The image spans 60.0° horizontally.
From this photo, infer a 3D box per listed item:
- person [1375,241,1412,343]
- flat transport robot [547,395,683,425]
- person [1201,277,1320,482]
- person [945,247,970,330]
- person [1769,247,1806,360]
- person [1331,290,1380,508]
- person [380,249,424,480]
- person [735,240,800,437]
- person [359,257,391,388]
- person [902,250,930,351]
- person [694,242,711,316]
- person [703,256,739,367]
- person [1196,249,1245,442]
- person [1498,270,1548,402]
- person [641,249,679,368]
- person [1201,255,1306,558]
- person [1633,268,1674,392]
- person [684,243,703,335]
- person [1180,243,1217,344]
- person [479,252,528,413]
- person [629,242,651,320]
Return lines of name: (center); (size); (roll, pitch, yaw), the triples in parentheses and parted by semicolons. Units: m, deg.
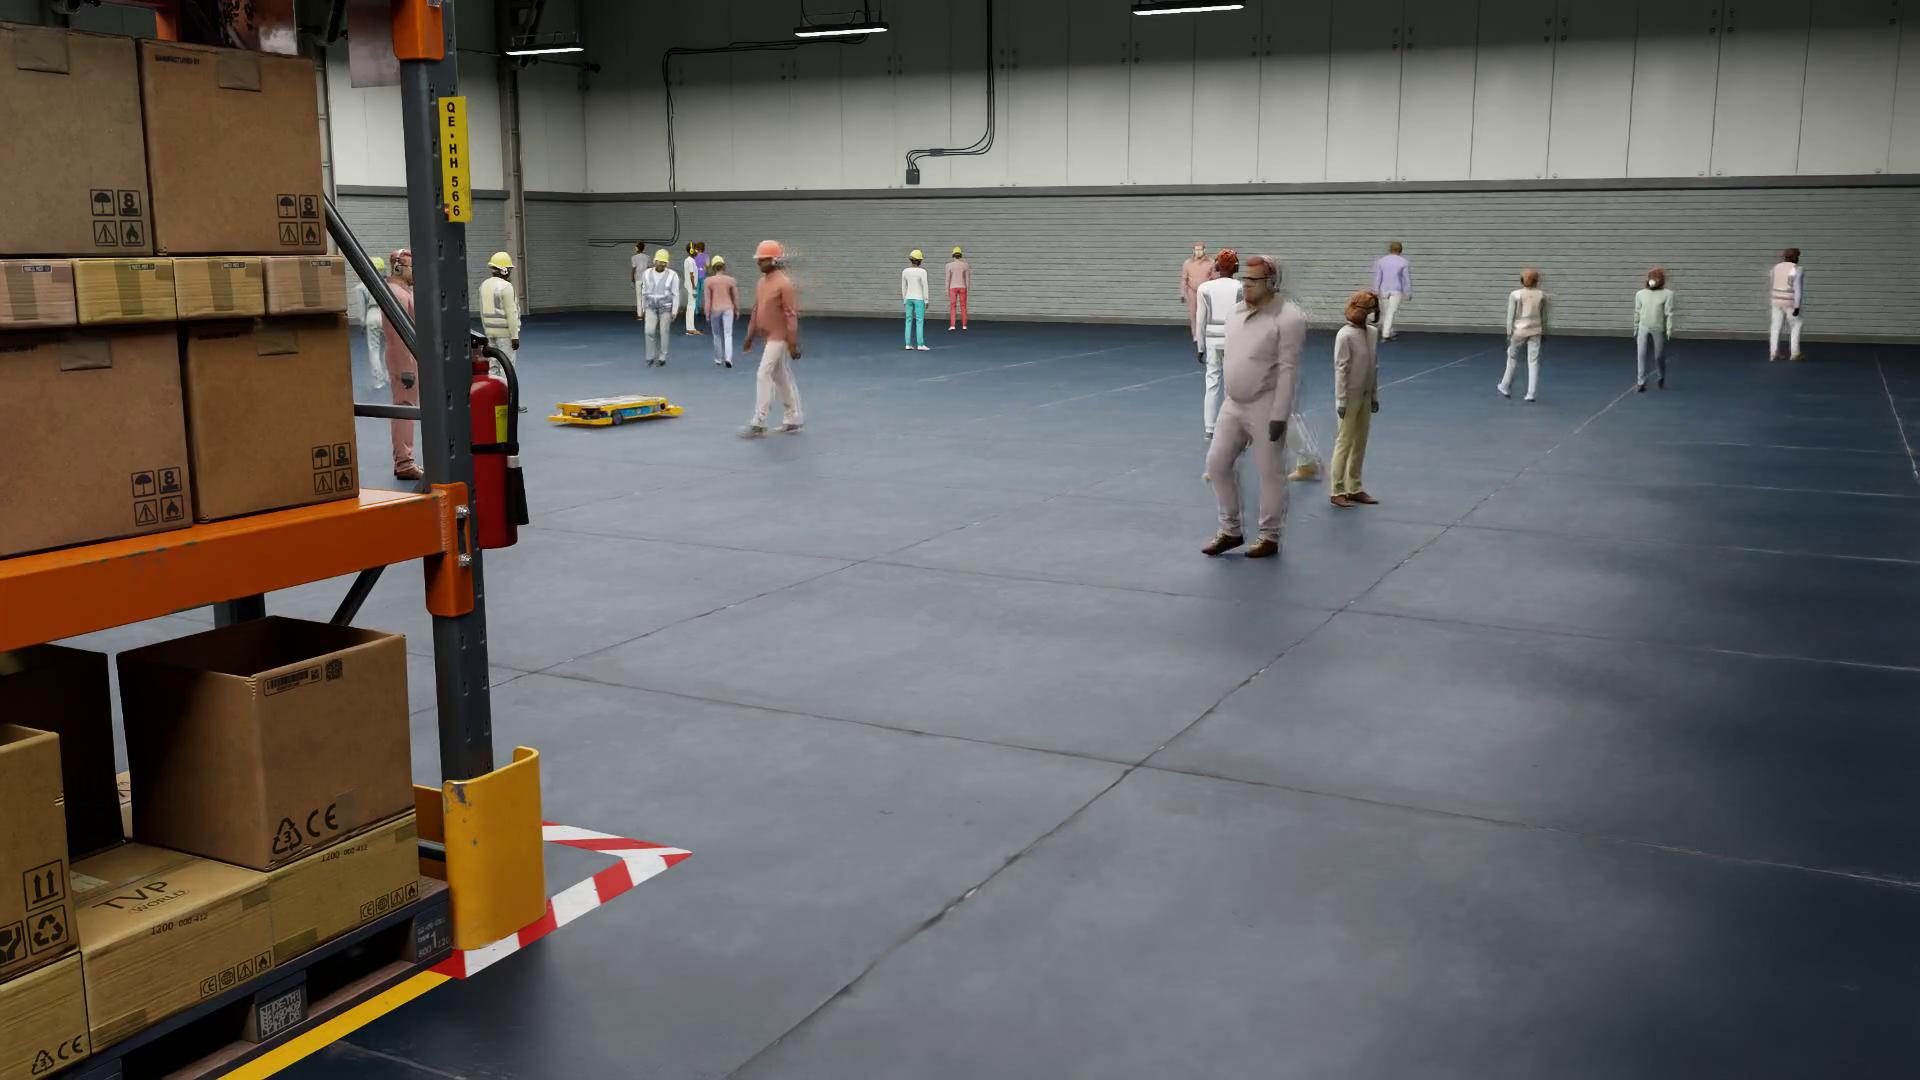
person: (8.296, -4.711, 31.629); (0.661, 1.889, 0.988); (9, 14, 41)
flat transport robot: (-3.750, -1.428, 18.163); (0.652, 0.197, 1.431); (6, 12, 32)
person: (2.527, -1.362, 13.659); (0.977, 1.800, 0.638); (-3, 11, -15)
person: (-0.056, -5.353, 35.486); (0.524, 1.769, 0.314); (-2, 11, -9)
person: (13.457, -3.813, 26.941); (0.603, 1.828, 0.640); (-5, 11, -25)
person: (2.958, -1.050, 12.420); (0.506, 1.623, 0.289); (-10, 15, -44)
person: (-4.596, -1.457, 13.864); (0.403, 1.903, 0.652); (-4, 11, -20)
person: (-1.993, -2.018, 16.770); (0.893, 1.959, 0.623); (-6, 12, -28)
person: (-7.729, -2.907, 22.232); (0.513, 1.719, 0.622); (0, 10, 1)
person: (-0.773, -4.219, 29.301); (0.533, 1.768, 0.310); (6, 12, 31)
person: (-6.548, -6.588, 41.996); (0.563, 1.847, 0.389); (4, 11, 19)
person: (-3.683, -3.536, 25.730); (0.542, 1.714, 0.938); (-3, 11, -14)
person: (2.595, -1.888, 16.273); (0.574, 1.882, 0.356); (3, 11, 17)
person: (6.954, -2.523, 20.498); (0.547, 1.590, 0.845); (0, 10, -2)
person: (-4.605, -3.524, 25.407); (0.616, 1.799, 0.686); (1, 10, 6)
person: (1.794, -0.813, 10.364); (0.643, 1.887, 0.661); (-8, 13, -37)
person: (9.030, -2.736, 21.639); (0.507, 1.605, 0.714); (8, 13, 36)
person: (-5.466, -5.135, 34.007); (0.327, 1.874, 0.521); (-4, 11, -18)
person: (4.422, -4.569, 30.907); (0.678, 1.863, 0.925); (2, 11, 11)
person: (-5.211, -2.359, 18.985); (0.601, 1.827, 0.404); (9, 14, 41)
person: (-7.657, -6.202, 39.862); (0.598, 1.860, 0.353); (-8, 13, -36)
